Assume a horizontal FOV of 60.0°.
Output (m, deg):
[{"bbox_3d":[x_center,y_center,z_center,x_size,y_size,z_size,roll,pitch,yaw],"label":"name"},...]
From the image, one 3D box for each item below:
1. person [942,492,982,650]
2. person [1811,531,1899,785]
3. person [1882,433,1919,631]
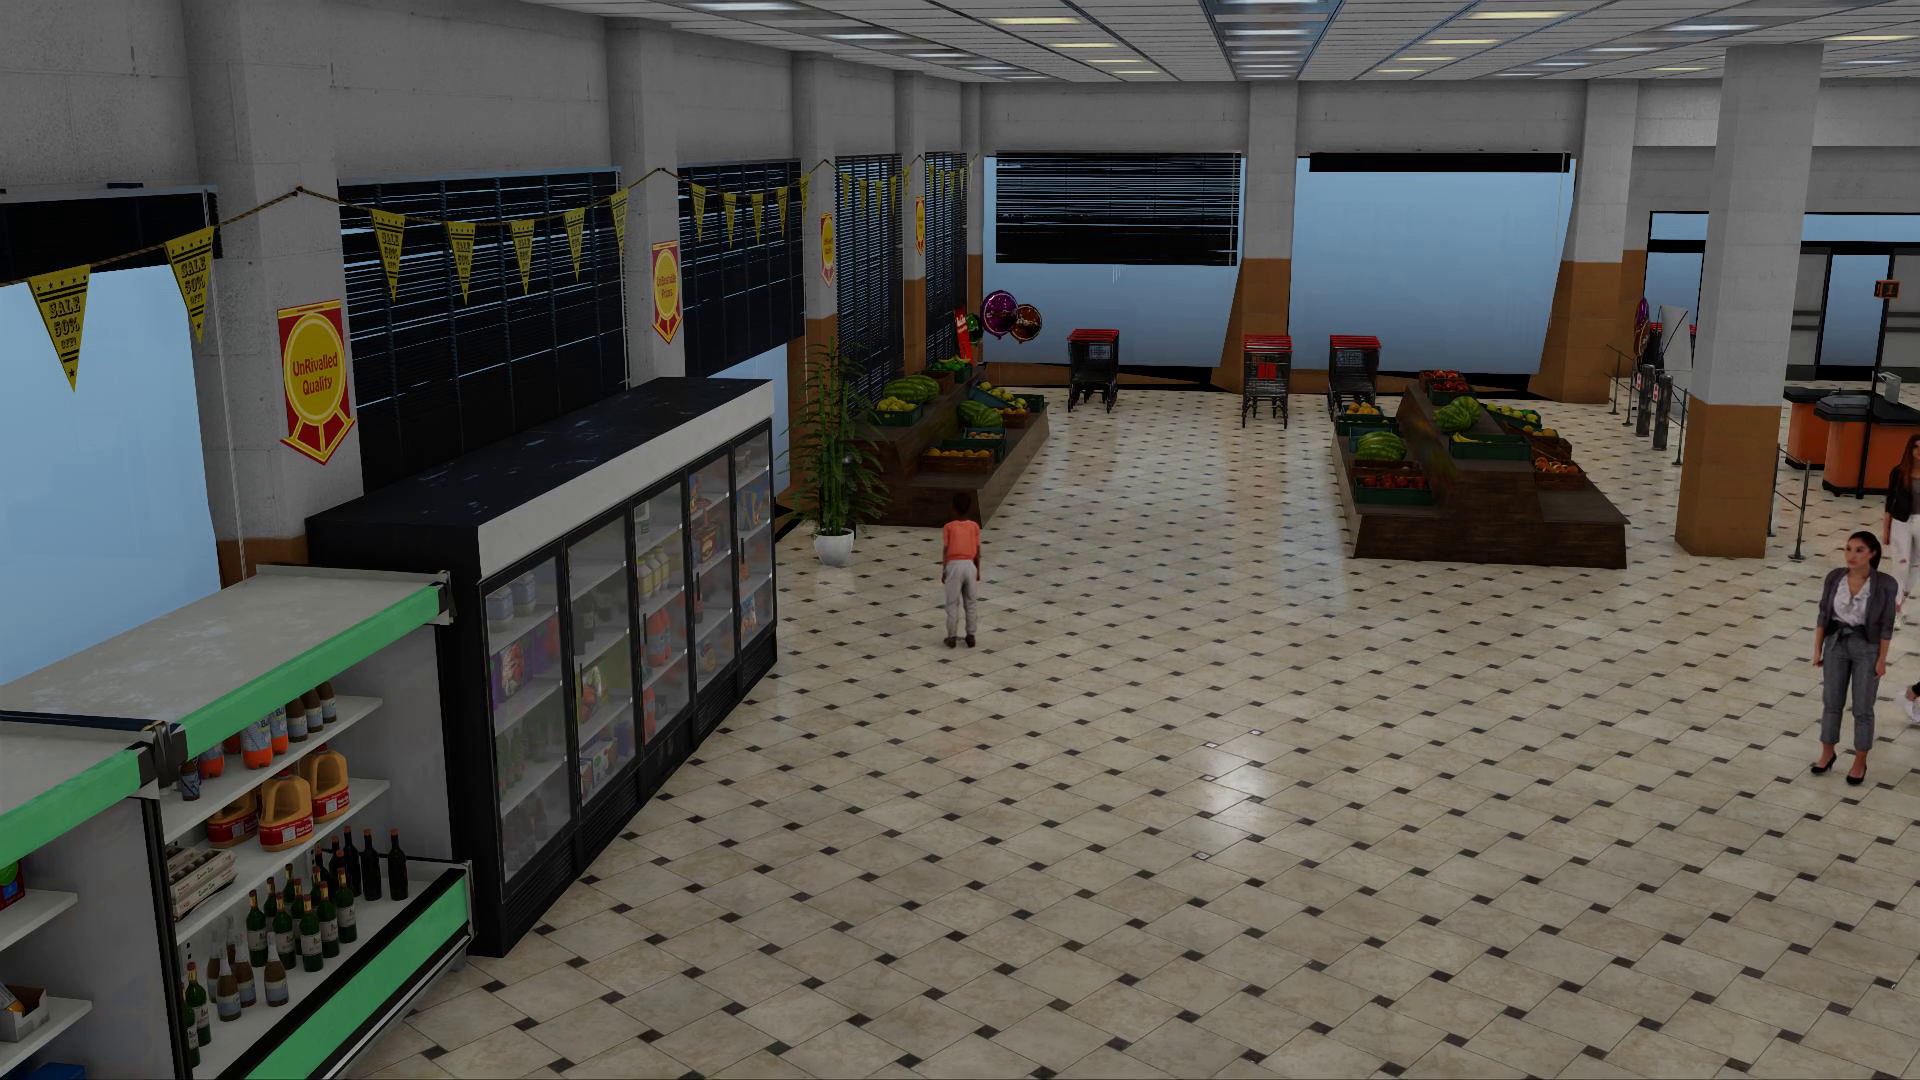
[{"bbox_3d":[0.012,0.249,13.744,0.541,1.309,0.567,-3,14,-14],"label":"person"},{"bbox_3d":[5.853,0.753,10.892,0.761,1.674,0.722,-12,18,-41],"label":"person"},{"bbox_3d":[8.224,-0.085,14.360,0.769,1.669,1.162,6,15,23],"label":"person"}]
